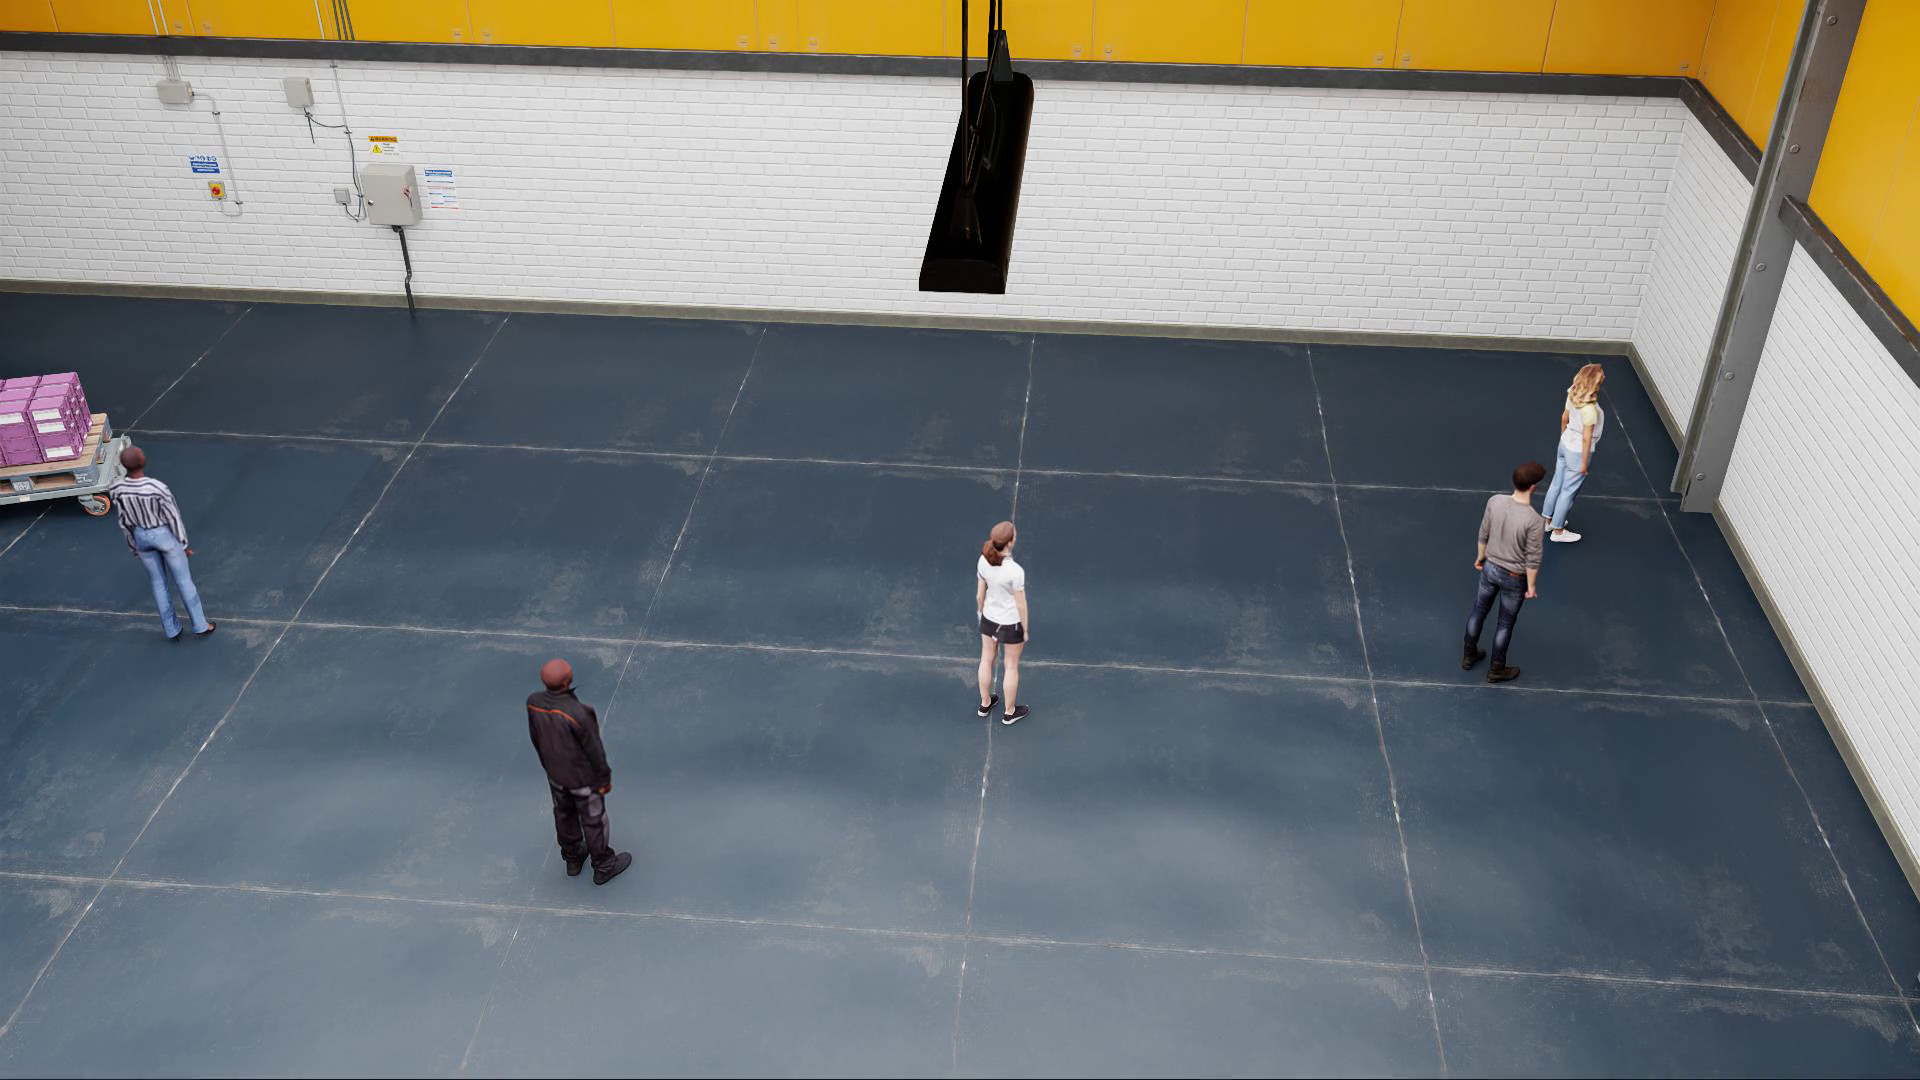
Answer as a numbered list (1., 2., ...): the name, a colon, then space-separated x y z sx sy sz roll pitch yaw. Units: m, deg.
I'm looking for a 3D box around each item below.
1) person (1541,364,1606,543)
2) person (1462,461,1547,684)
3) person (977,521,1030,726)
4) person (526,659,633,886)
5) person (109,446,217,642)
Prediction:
1. person: 5.397 -0.774 14.619 0.735 1.723 0.572 -5 34 -8
2. person: 4.231 0.243 12.926 0.823 1.903 0.754 -24 40 -31
3. person: 0.314 0.618 12.499 0.663 1.752 0.684 19 38 26
4. person: -2.578 1.528 11.064 0.768 1.826 0.717 13 36 19
5. person: -6.417 0.044 13.324 0.633 1.795 0.558 -1 34 -1
